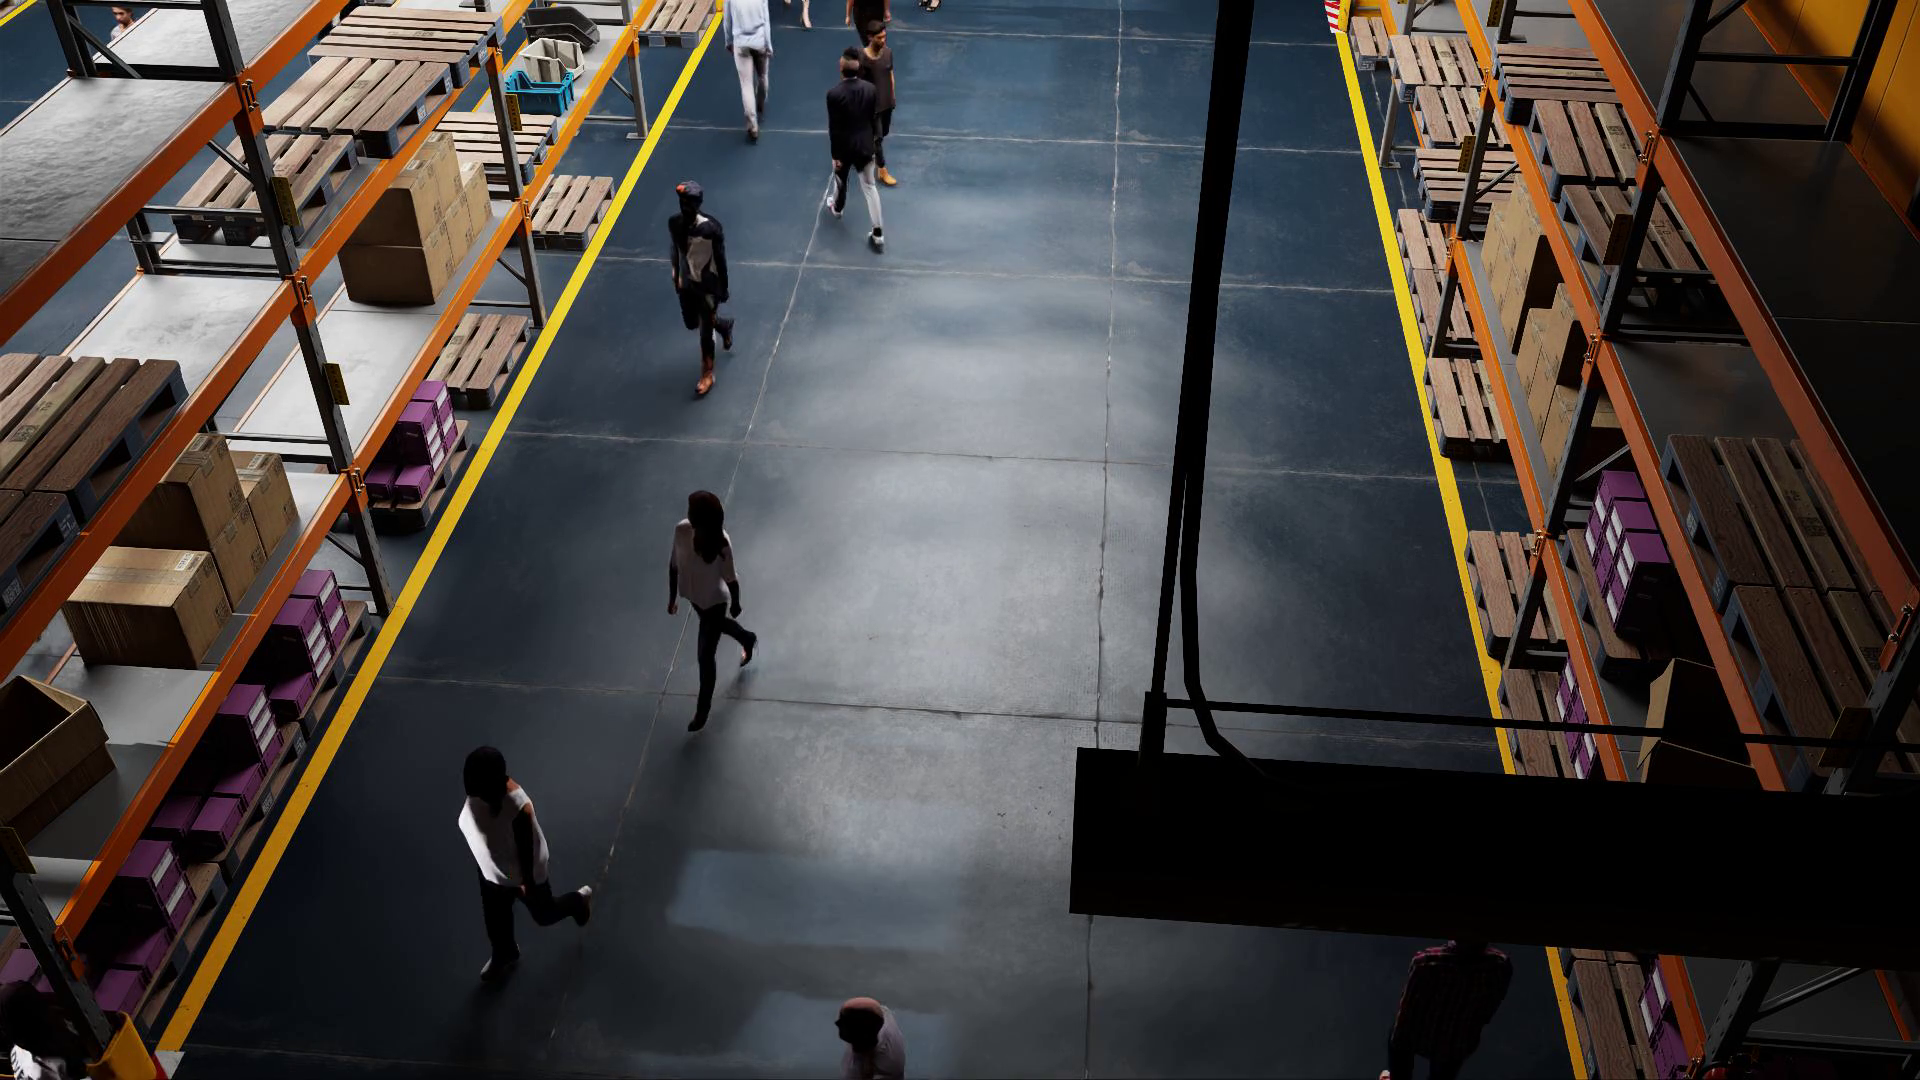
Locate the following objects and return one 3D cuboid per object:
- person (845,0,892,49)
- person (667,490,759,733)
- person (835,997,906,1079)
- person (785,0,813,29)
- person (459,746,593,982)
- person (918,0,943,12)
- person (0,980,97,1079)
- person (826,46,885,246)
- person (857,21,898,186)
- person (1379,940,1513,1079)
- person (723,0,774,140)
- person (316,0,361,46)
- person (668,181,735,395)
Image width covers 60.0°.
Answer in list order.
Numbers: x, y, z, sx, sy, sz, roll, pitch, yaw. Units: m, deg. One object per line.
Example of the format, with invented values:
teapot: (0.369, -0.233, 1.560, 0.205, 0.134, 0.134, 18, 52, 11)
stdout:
person: (-1.007, -5.939, 18.882, 1.061, 1.722, 1.145, -25, 45, -28)
person: (-1.609, 0.357, 10.975, 0.965, 1.752, 1.209, 22, 44, 25)
person: (-0.302, 2.781, 7.903, 0.778, 1.798, 1.051, 0, 39, 0)
person: (-2.077, -7.289, 20.572, 0.979, 1.723, 1.254, -14, 41, -16)
person: (-2.462, 1.765, 9.277, 0.964, 1.671, 1.078, 29, 47, 31)
person: (-0.394, -7.534, 20.838, 0.856, 1.774, 0.776, -18, 42, -21)
person: (-4.158, 2.710, 8.029, 1.019, 1.751, 1.008, -24, 44, -27)
person: (-0.959, -3.744, 15.994, 1.162, 1.896, 1.370, -17, 42, -21)
person: (-0.910, -4.560, 17.179, 1.040, 1.692, 1.075, -31, 48, -33)
person: (2.416, 2.488, 8.309, 0.703, 1.748, 0.698, 2, 39, 3)
person: (-2.254, -5.256, 17.939, 0.899, 1.831, 1.325, -7, 39, -8)
person: (-6.730, -5.495, 18.287, 0.659, 1.771, 0.996, 3, 39, 4)
person: (-2.145, -2.194, 14.075, 0.893, 1.870, 1.135, 15, 41, 18)
